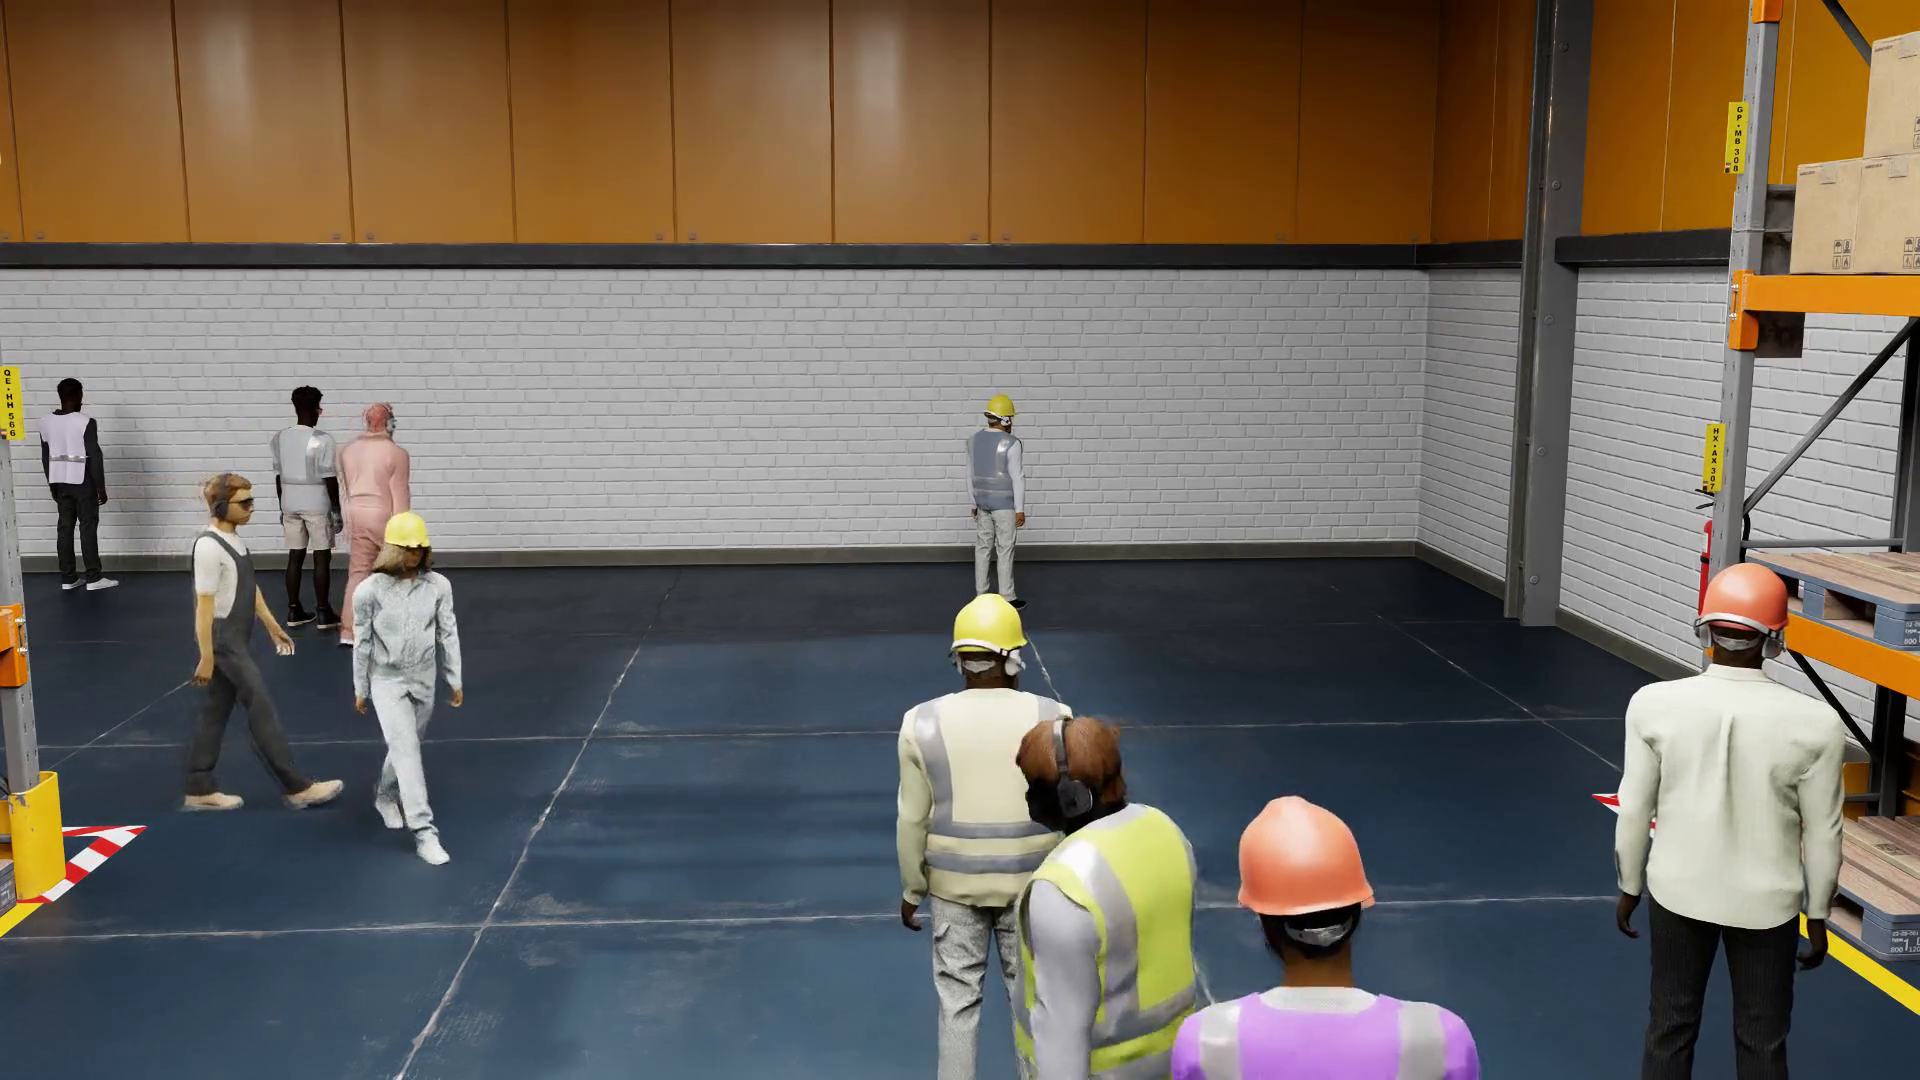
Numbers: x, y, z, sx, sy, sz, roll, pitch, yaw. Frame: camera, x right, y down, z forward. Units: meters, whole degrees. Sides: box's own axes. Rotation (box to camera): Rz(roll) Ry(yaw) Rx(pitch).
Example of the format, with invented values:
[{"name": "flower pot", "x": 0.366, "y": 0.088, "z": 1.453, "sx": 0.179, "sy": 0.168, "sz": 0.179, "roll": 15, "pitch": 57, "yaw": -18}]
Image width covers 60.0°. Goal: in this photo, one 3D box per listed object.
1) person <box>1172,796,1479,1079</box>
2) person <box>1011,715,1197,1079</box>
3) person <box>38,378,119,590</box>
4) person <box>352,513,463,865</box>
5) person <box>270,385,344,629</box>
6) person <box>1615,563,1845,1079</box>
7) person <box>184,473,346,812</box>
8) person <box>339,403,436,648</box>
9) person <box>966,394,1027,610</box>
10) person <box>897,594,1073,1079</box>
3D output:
[{"name": "person", "x": 0.642, "y": 1.422, "z": 2.982, "sx": 0.557, "sy": 1.901, "sz": 0.901, "roll": 3, "pitch": 10, "yaw": 19}, {"name": "person", "x": 0.275, "y": 1.299, "z": 4.053, "sx": 0.874, "sy": 1.791, "sz": 0.668, "roll": 7, "pitch": 11, "yaw": 36}, {"name": "person", "x": -7.965, "y": -0.497, "z": 14.978, "sx": 0.591, "sy": 1.916, "sz": 0.381, "roll": 2, "pitch": 9, "yaw": 12}, {"name": "person", "x": -2.769, "y": 0.683, "z": 8.251, "sx": 0.497, "sy": 1.696, "sz": 0.899, "roll": -8, "pitch": 12, "yaw": -43}, {"name": "person", "x": -5.236, "y": -0.264, "z": 13.381, "sx": 0.607, "sy": 1.958, "sz": 0.372, "roll": 3, "pitch": 10, "yaw": 20}, {"name": "person", "x": 2.280, "y": 1.056, "z": 4.967, "sx": 0.612, "sy": 1.996, "sz": 0.388, "roll": 6, "pitch": 11, "yaw": 32}, {"name": "person", "x": -3.729, "y": 0.546, "z": 8.742, "sx": 0.839, "sy": 1.807, "sz": 0.514, "roll": -2, "pitch": 9, "yaw": -15}, {"name": "person", "x": -4.464, "y": -0.115, "z": 12.796, "sx": 0.649, "sy": 1.861, "sz": 0.979, "roll": 3, "pitch": 9, "yaw": 16}, {"name": "person", "x": 0.329, "y": -0.315, "z": 14.088, "sx": 0.600, "sy": 1.829, "sz": 0.404, "roll": 8, "pitch": 12, "yaw": 42}, {"name": "person", "x": 0.095, "y": 1.081, "z": 5.339, "sx": 0.590, "sy": 1.827, "sz": 0.404, "roll": 0, "pitch": 9, "yaw": 0}]
